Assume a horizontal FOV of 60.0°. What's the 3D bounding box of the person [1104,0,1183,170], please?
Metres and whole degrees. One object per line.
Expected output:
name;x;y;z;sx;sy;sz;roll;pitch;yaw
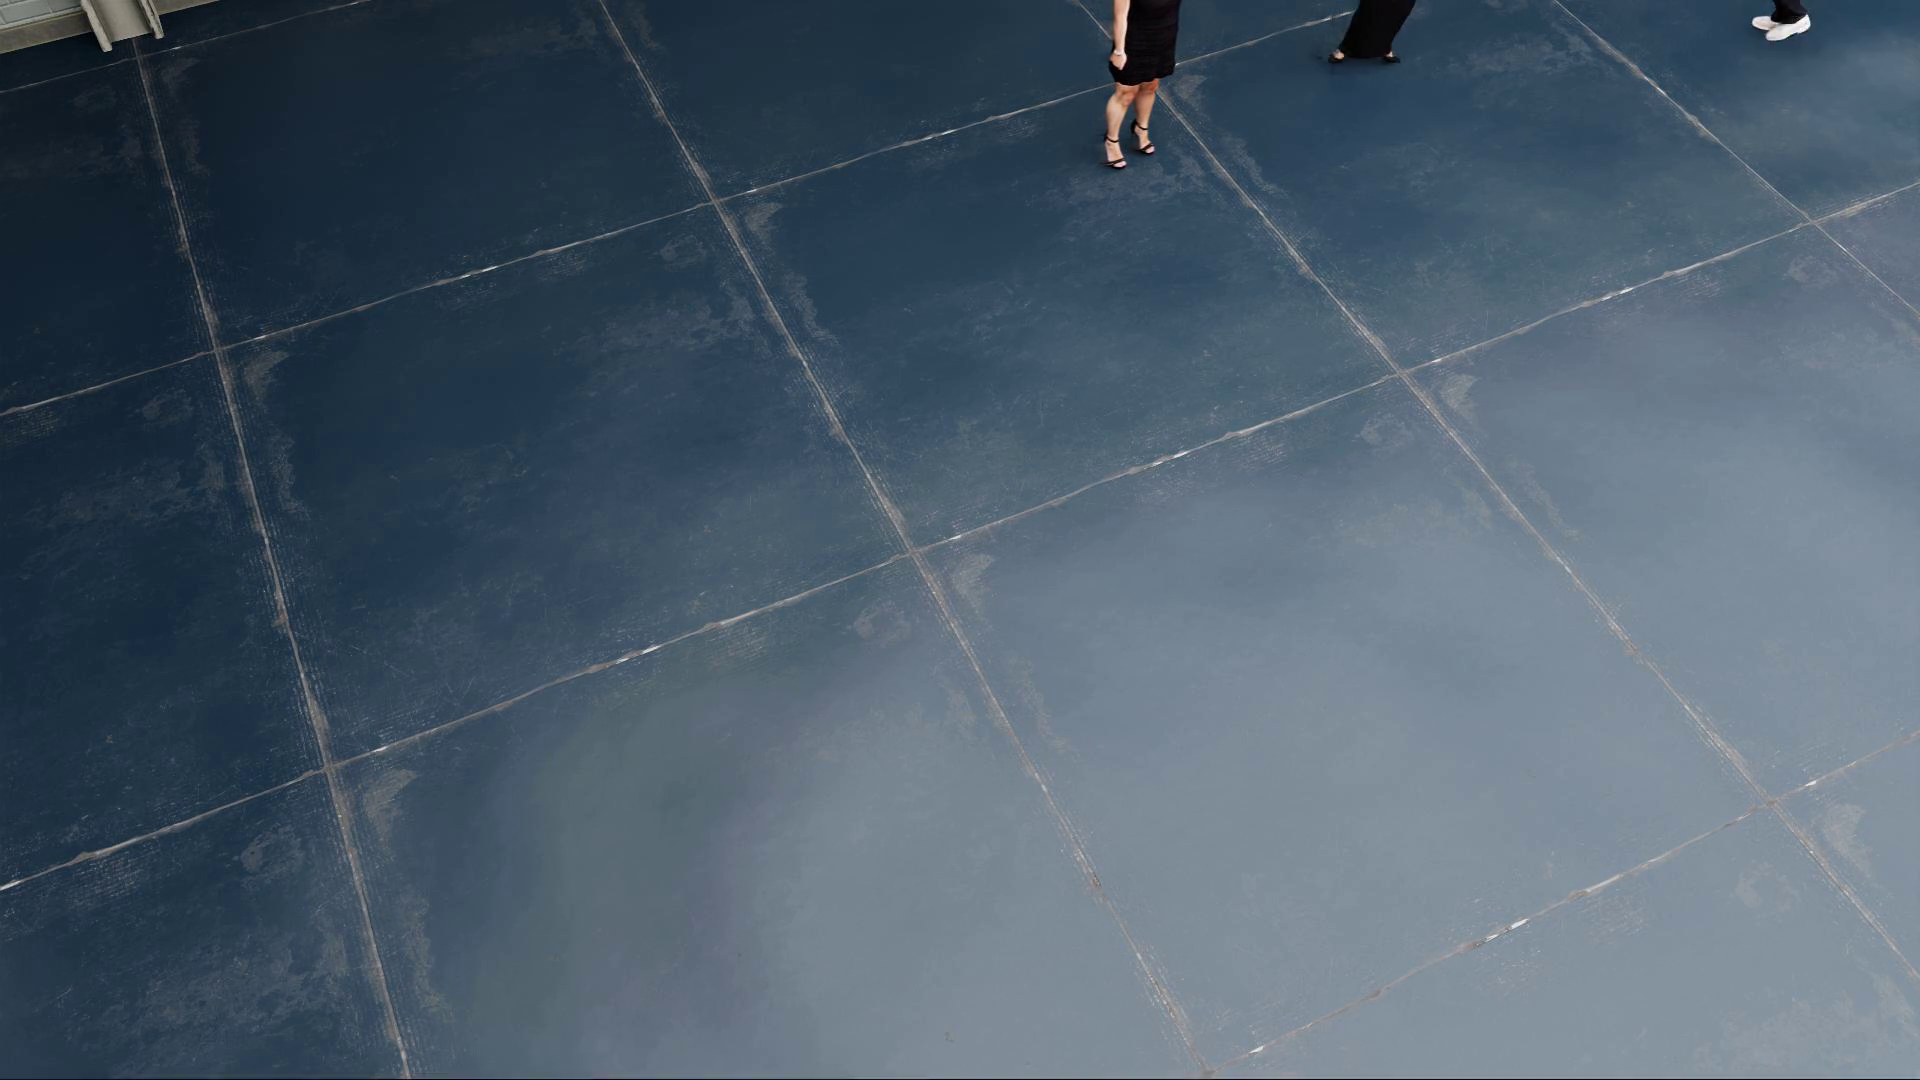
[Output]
person;1.075;-2.951;9.819;0.615;1.712;0.752;-33;59;-23

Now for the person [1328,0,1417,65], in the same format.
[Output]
person;2.735;-3.673;10.466;0.542;1.573;0.831;-7;53;-5
